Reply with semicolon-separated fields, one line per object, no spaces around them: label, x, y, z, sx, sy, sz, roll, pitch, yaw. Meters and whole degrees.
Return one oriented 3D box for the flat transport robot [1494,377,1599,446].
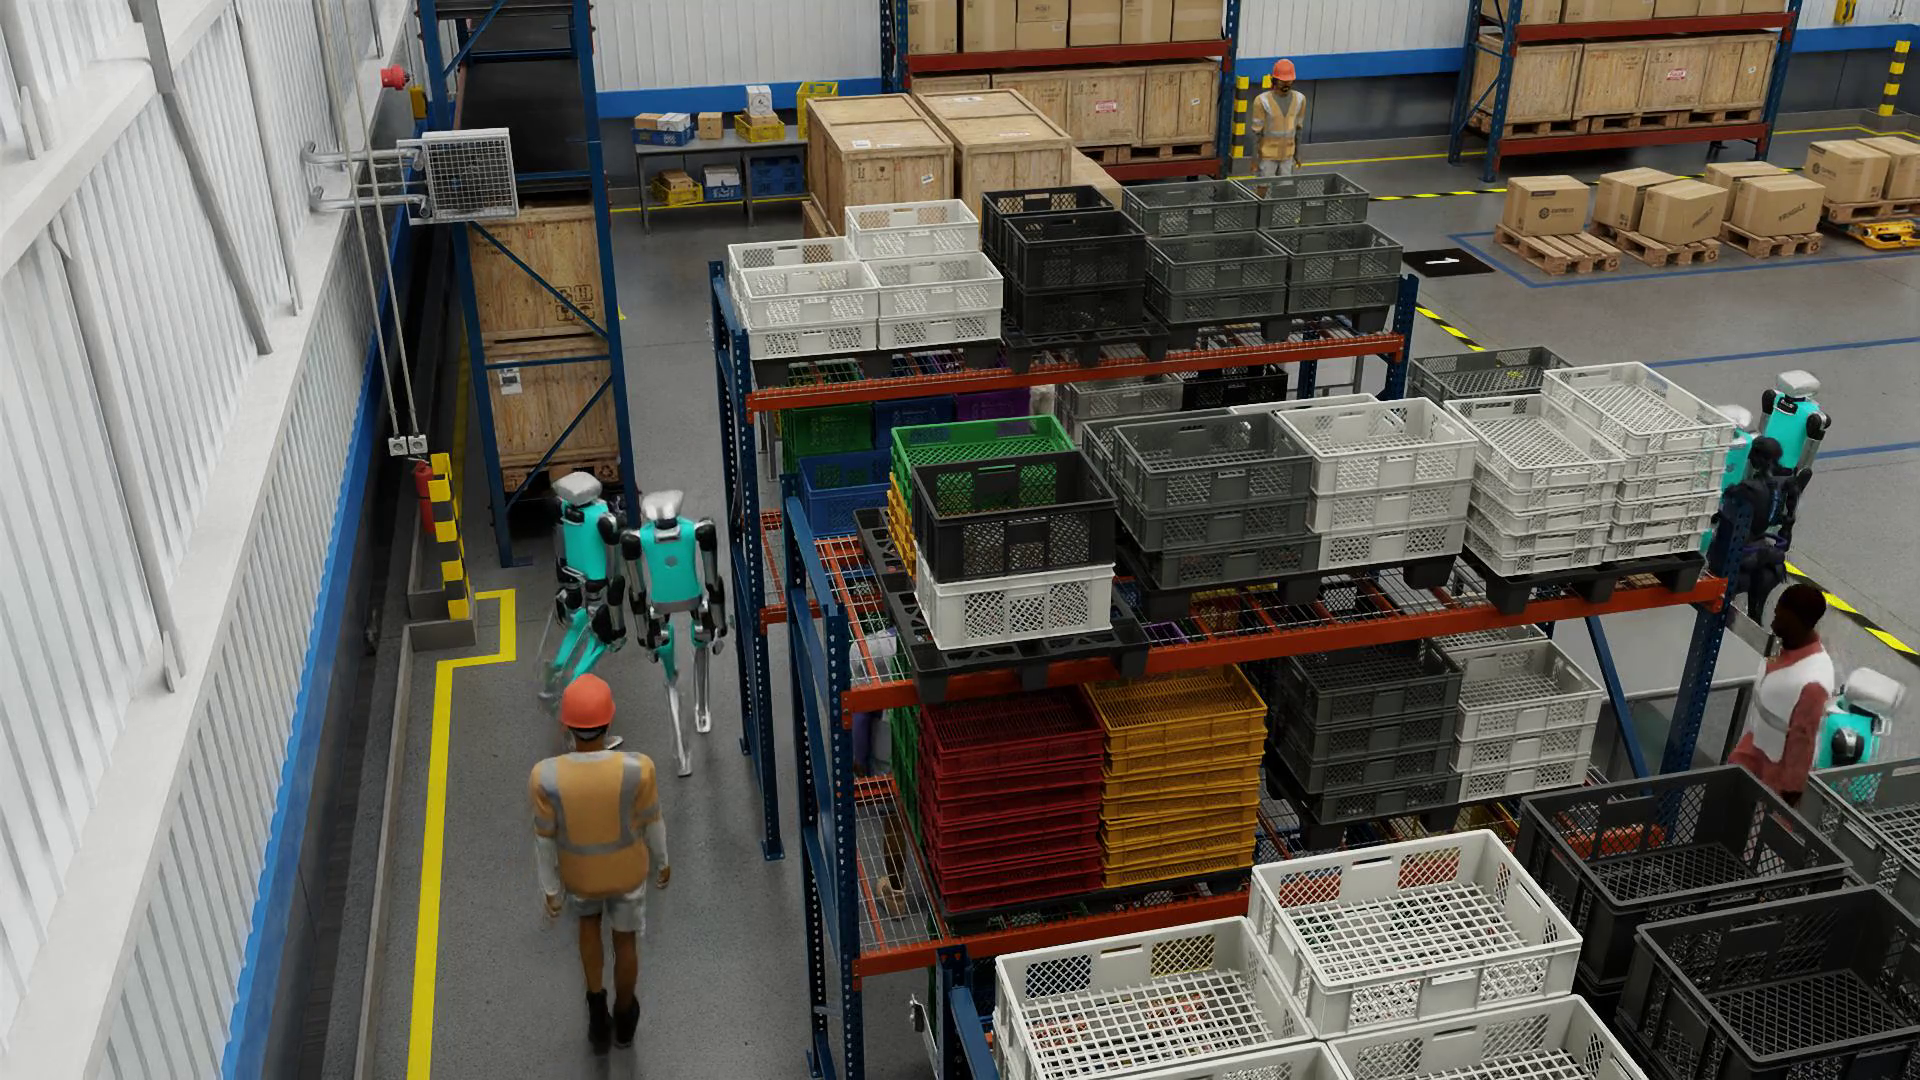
flat transport robot;4.780;-1.036;14.013;0.659;0.231;1.431;-6;28;-12

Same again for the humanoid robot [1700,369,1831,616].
humanoid robot;5.108;-0.276;10.850;0.735;1.677;0.533;-7;29;-13

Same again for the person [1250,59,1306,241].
person;3.454;-4.202;18.117;0.613;2.042;0.371;-8;29;-14

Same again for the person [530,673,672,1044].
person;-1.597;1.458;7.509;0.556;1.916;0.408;-2;28;-3

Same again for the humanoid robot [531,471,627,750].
humanoid robot;-2.230;0.517;9.484;0.537;1.788;0.672;20;34;33

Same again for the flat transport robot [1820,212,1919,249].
flat transport robot;10.236;-3.638;18.920;0.652;0.197;1.431;-6;28;-12

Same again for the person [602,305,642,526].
person;-2.563;-0.946;12.245;0.337;1.761;0.522;-9;29;-16

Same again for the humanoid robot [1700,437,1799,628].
humanoid robot;4.875;0.109;10.356;0.616;1.626;0.713;-7;29;-13

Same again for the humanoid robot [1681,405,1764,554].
humanoid robot;4.630;-0.089;10.669;0.538;1.821;0.686;-6;28;-12

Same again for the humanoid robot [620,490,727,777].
humanoid robot;-1.635;0.432;9.675;0.554;1.783;0.883;-5;28;-9

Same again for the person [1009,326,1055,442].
person;0.450;-0.630;11.567;0.506;1.838;0.336;20;34;33

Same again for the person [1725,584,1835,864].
person;4.193;1.045;8.349;0.879;1.879;0.600;2;28;5

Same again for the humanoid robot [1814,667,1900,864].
humanoid robot;4.343;1.468;7.730;0.900;1.813;0.558;15;31;25

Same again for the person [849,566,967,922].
person;-0.251;0.984;8.280;0.612;2.041;0.391;-7;29;-14
